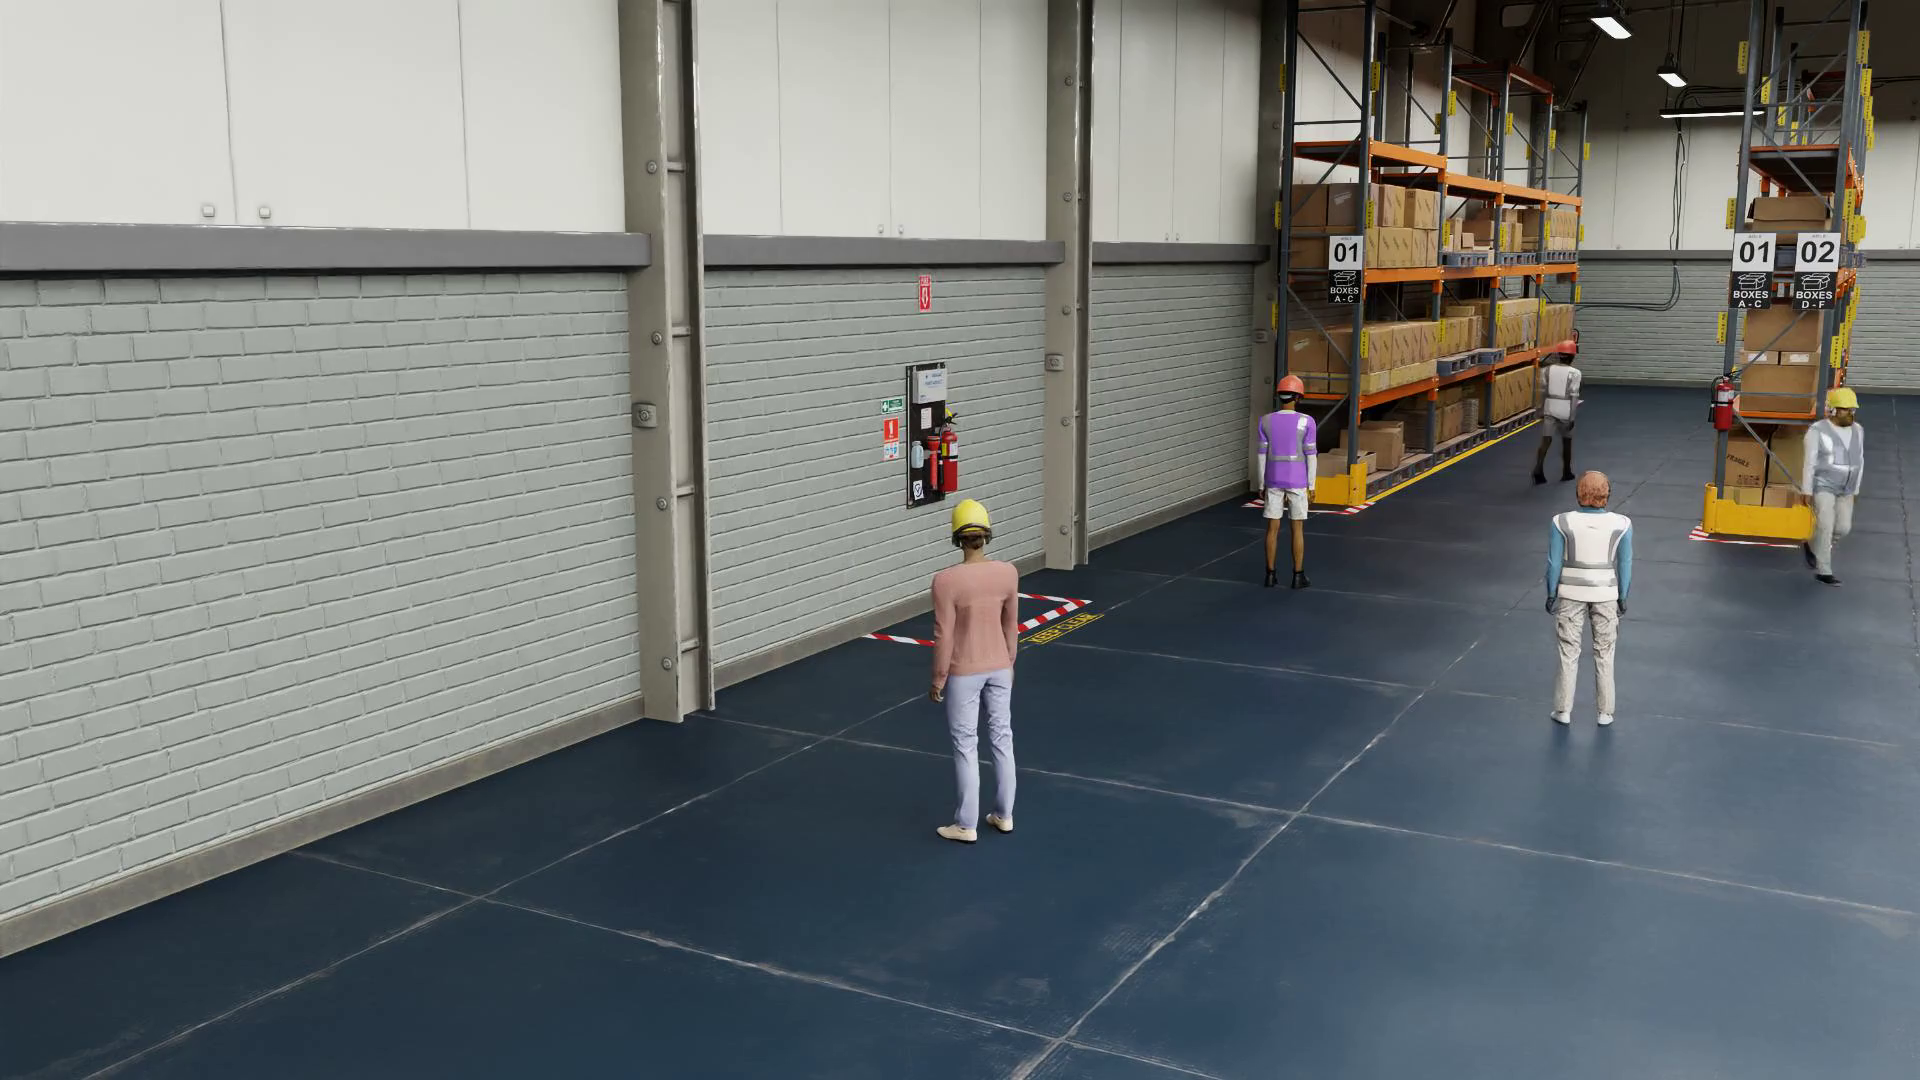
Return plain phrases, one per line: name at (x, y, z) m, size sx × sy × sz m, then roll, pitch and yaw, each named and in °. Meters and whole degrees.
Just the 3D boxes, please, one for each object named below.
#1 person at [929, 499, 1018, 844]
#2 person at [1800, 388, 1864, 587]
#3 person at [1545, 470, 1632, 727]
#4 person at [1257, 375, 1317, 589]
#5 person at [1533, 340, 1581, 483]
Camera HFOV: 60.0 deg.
person at (0.067, 0.672, 8.517) m, size 0.526 × 1.765 × 0.329 m, roll -7°, pitch 12°, yaw -34°
person at (7.978, -0.505, 15.289) m, size 0.598 × 1.817 × 0.635 m, roll -2°, pitch 10°, yaw -11°
person at (3.993, 0.378, 10.598) m, size 0.515 × 1.640 × 0.315 m, roll 2°, pitch 10°, yaw 14°
person at (2.952, -0.519, 15.012) m, size 0.543 × 1.928 × 0.373 m, roll 5°, pitch 11°, yaw 25°
person at (7.895, -1.690, 21.972) m, size 0.559 × 1.906 × 0.935 m, roll 8°, pitch 13°, yaw 41°
